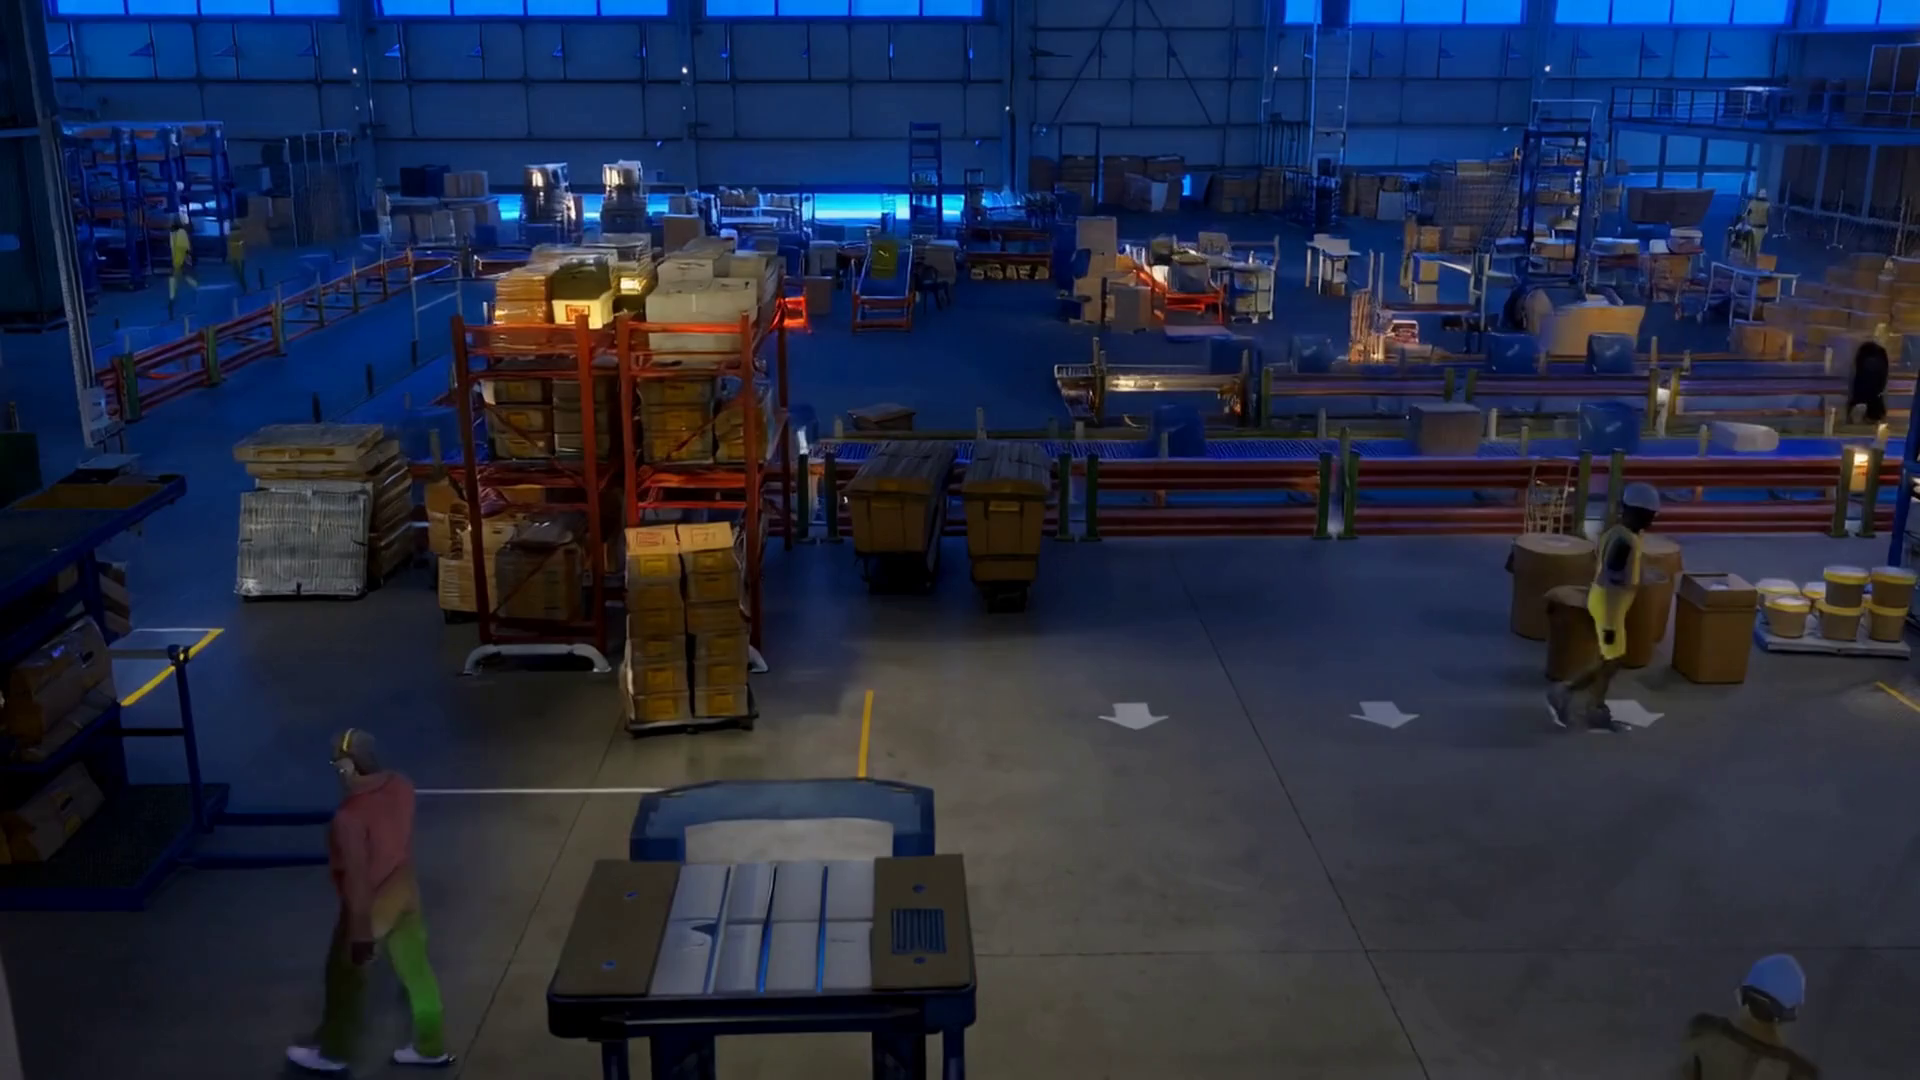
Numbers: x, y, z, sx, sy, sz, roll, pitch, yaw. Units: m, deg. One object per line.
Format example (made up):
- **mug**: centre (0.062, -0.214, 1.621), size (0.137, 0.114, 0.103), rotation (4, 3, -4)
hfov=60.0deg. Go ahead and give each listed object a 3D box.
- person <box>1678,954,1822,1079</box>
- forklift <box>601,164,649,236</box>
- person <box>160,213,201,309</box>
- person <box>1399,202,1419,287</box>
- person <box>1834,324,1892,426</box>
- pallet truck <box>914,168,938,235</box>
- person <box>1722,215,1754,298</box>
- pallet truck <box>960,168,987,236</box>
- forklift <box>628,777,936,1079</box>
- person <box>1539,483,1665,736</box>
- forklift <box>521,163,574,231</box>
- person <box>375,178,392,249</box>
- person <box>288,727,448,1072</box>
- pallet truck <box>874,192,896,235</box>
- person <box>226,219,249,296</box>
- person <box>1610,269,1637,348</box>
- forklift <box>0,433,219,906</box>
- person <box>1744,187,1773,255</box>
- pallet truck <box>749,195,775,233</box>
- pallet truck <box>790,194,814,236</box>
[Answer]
- **person**: centre (3.041, 2.453, 6.557), size (0.534, 1.745, 0.544), rotation (-15, 22, -41)
- **forklift**: centre (-9.948, -10.127, 49.296), size (1.157, 1.987, 2.680), rotation (-1, 16, -3)
- **person**: centre (-16.487, -5.906, 35.200), size (0.612, 1.996, 1.033), rotation (10, 19, 30)
- **person**: centre (10.457, -6.867, 38.616), size (0.351, 1.940, 0.551), rotation (-4, 17, -14)
- **person**: centre (11.663, -1.870, 21.430), size (1.037, 1.857, 0.633), rotation (2, 16, 7)
- **pallet truck**: centre (-0.989, -10.316, 50.507), size (0.823, 1.965, 1.885), rotation (1, 16, 3)
- **person**: centre (17.102, -6.225, 36.603), size (0.595, 1.824, 0.404), rotation (15, 22, 42)
- **pallet truck**: centre (0.383, -10.230, 50.206), size (0.823, 1.965, 1.885), rotation (-1, 16, -3)
- **forklift**: centre (-0.542, 2.165, 5.552), size (1.129, 2.768, 1.873), rotation (-1, 16, -2)
- **person**: centre (4.967, 0.532, 12.786), size (0.673, 2.011, 0.628), rotation (6, 17, 20)
- **forklift**: centre (-12.233, -10.122, 49.298), size (1.157, 1.987, 2.680), rotation (0, 16, -1)
- **person**: centre (-15.874, -8.973, 45.841), size (0.379, 1.996, 0.611), rotation (-12, 20, -35)
- **person**: centre (-3.075, 1.836, 8.476), size (0.894, 1.869, 0.681), rotation (4, 16, 12)
- **pallet truck**: centre (-2.277, -9.986, 50.594), size (0.653, 1.274, 1.630), rotation (0, 16, -1)
- **person**: centre (-15.834, -6.158, 36.468), size (0.545, 1.753, 0.364), rotation (2, 16, 8)
- **person**: centre (11.516, -3.928, 28.999), size (0.770, 1.603, 0.498), rotation (-1, 16, -5)
- **forklift**: centre (-5.952, 0.780, 10.366), size (1.873, 2.768, 1.129), rotation (0, 16, -1)
- **person**: centre (20.515, -8.086, 42.802), size (0.649, 1.969, 0.604), rotation (4, 17, 15)
- **pallet truck**: centre (-6.051, -9.967, 50.660), size (0.680, 1.201, 1.601), rotation (0, 16, -1)
- **pallet truck**: centre (-4.814, -9.883, 50.259), size (0.704, 1.261, 1.522), rotation (-1, 16, -3)
